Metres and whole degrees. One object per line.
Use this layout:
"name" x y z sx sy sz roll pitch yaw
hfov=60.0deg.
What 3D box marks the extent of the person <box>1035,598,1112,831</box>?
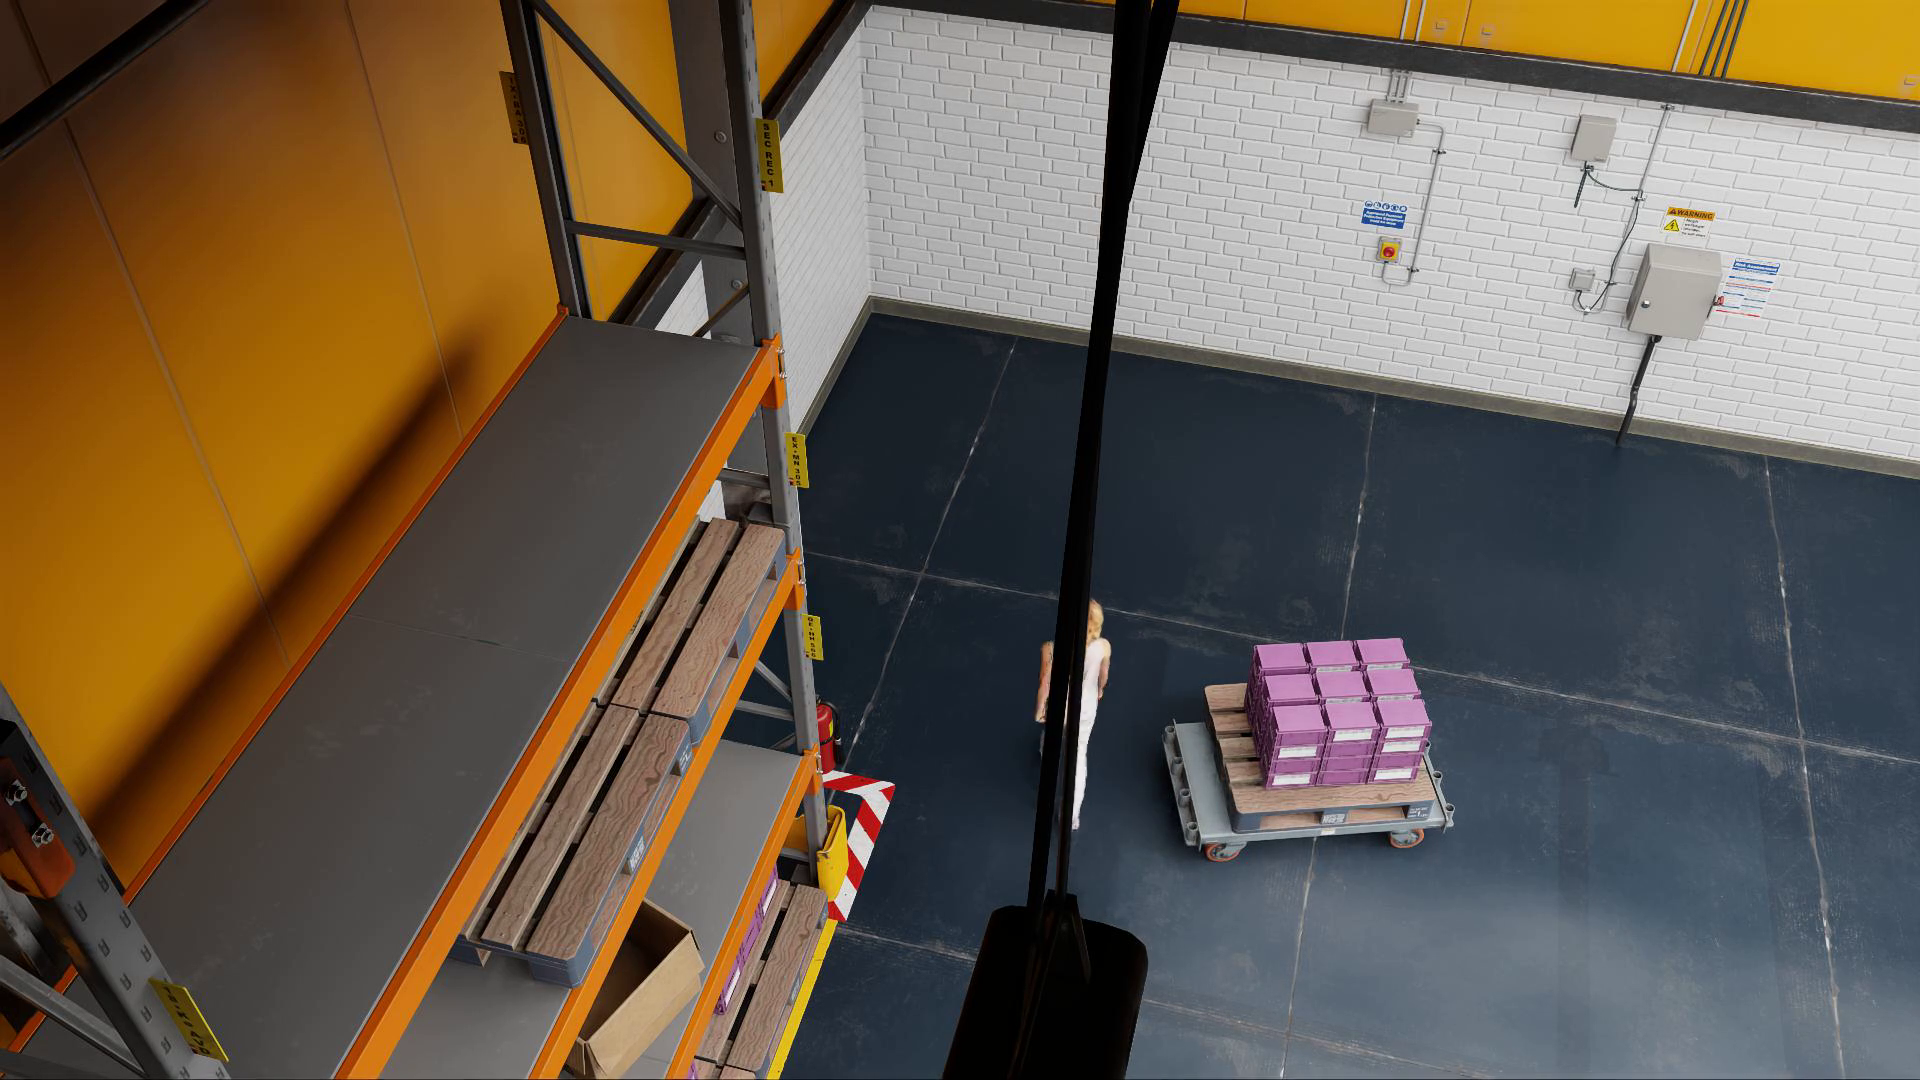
"person" 0.681 1.047 9.999 0.743 1.629 1.115 0 44 0
